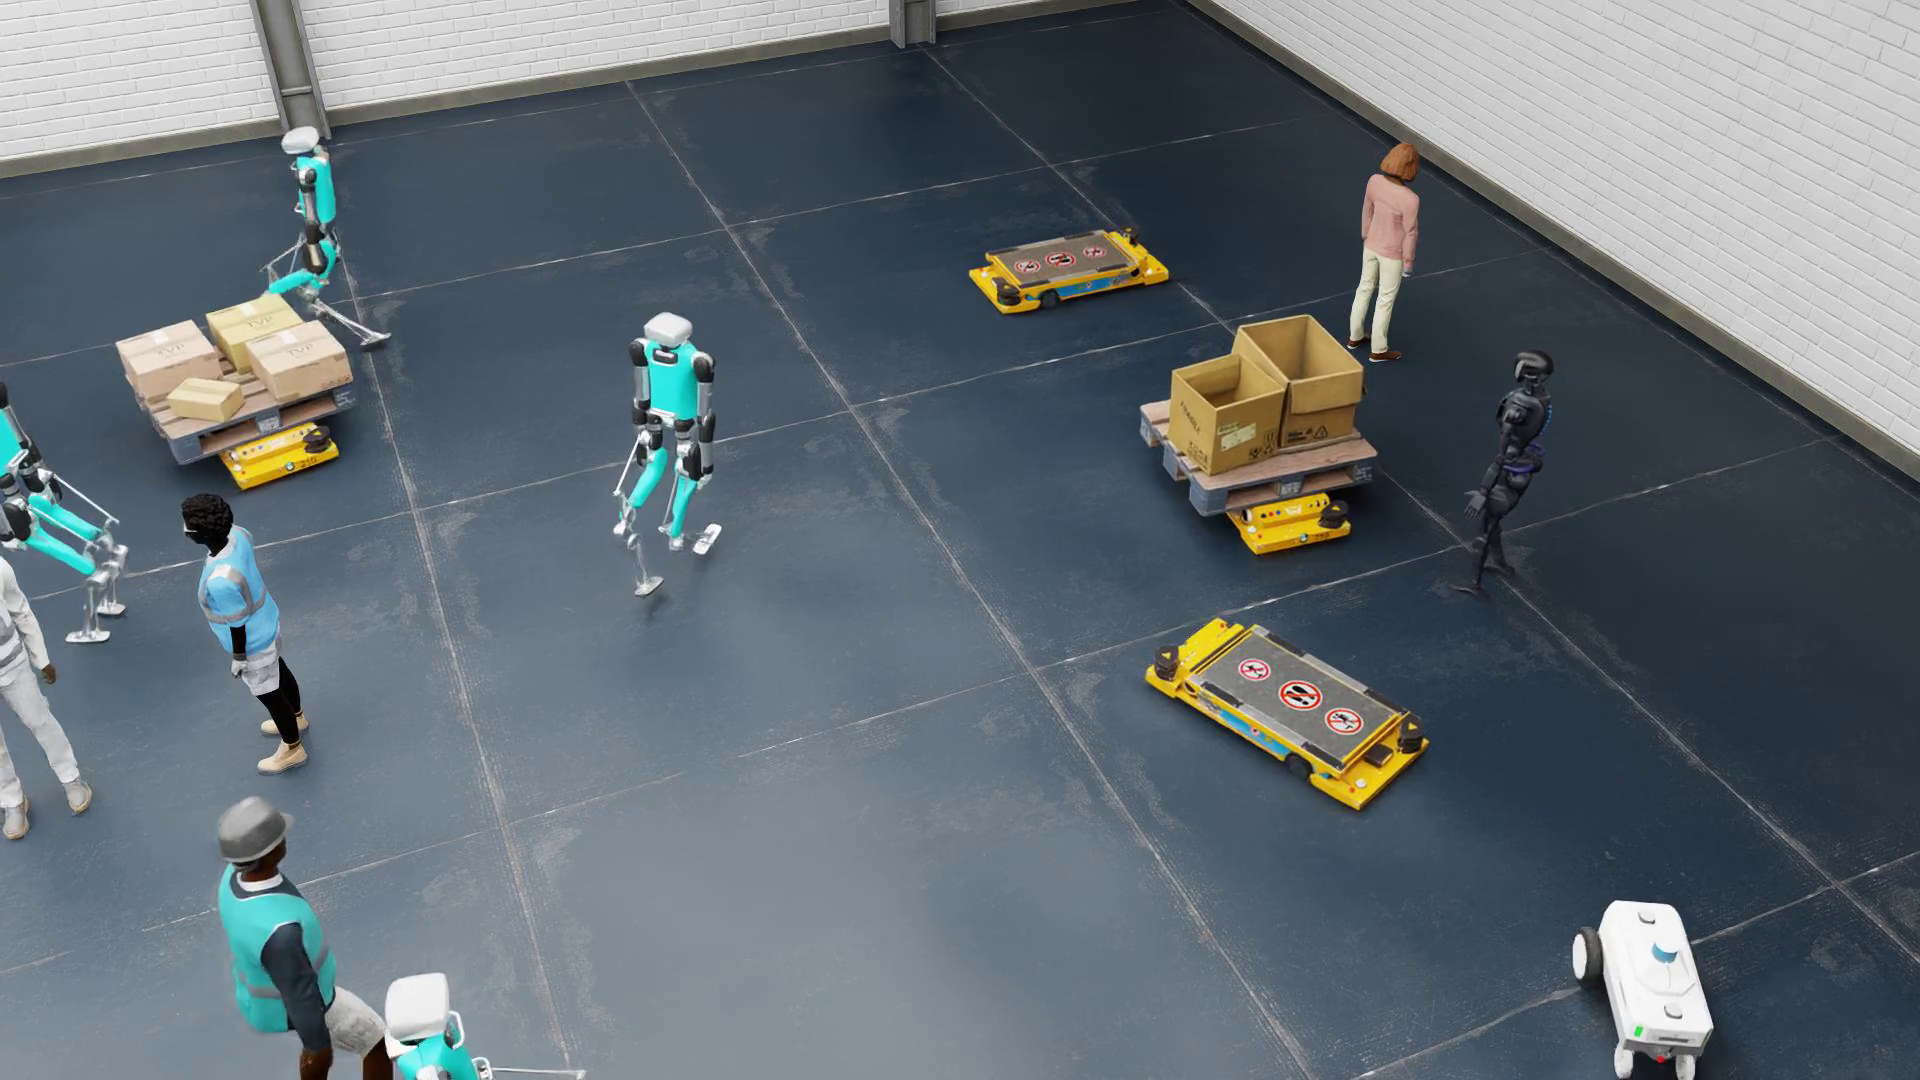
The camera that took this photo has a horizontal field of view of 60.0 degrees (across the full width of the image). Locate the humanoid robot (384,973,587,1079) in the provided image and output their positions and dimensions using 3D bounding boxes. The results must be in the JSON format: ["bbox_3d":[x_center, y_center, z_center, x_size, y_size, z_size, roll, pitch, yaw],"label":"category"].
[{"bbox_3d":[-1.671,2.182,6.223,0.945,1.744,0.529,-15,40,-19],"label":"humanoid robot"}]

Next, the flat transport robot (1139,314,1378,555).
[{"bbox_3d":[1.917,-0.442,10.849,0.659,0.231,1.431,-12,39,-15],"label":"flat transport robot"}]

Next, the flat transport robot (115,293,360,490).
[{"bbox_3d":[-4.845,-0.845,11.374,0.659,0.231,1.431,-25,44,-29],"label":"flat transport robot"}]

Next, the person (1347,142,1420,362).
[{"bbox_3d":[3.029,-2.040,11.808,0.292,1.632,0.497,-21,42,-25],"label":"person"}]

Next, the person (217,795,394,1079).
[{"bbox_3d":[-2.535,1.744,6.656,0.672,1.911,0.605,-26,45,-30],"label":"person"}]

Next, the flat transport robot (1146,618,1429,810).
[{"bbox_3d":[1.778,0.895,9.108,1.431,0.231,0.659,31,47,34],"label":"flat transport robot"}]

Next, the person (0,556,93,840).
[{"bbox_3d":[-4.748,0.654,8.100,0.590,1.885,0.355,-20,42,-24],"label":"person"}]

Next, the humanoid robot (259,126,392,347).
[{"bbox_3d":[-4.679,-2.040,11.730,0.971,1.749,0.554,-4,38,-5],"label":"humanoid robot"}]

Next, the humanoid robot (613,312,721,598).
[{"bbox_3d":[-1.745,-0.384,9.603,0.538,1.749,1.032,14,40,18],"label":"humanoid robot"}]

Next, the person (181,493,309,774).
[{"bbox_3d":[-3.639,0.469,8.490,0.319,1.696,0.532,-8,38,-10],"label":"person"}]

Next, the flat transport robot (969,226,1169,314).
[{"bbox_3d":[0.856,-2.119,13.031,1.431,0.231,0.659,-14,40,-18],"label":"flat transport robot"}]

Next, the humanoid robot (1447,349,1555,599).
[{"bbox_3d":[3.150,-0.365,9.595,0.342,1.655,0.589,23,43,27],"label":"humanoid robot"}]

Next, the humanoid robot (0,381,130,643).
[{"bbox_3d":[-5.050,-0.171,9.278,0.742,1.758,0.530,2,38,3],"label":"humanoid robot"}]

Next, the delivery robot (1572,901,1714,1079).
[{"bbox_3d":[3.093,1.987,7.464,0.499,0.609,0.805,4,38,5],"label":"delivery robot"}]
